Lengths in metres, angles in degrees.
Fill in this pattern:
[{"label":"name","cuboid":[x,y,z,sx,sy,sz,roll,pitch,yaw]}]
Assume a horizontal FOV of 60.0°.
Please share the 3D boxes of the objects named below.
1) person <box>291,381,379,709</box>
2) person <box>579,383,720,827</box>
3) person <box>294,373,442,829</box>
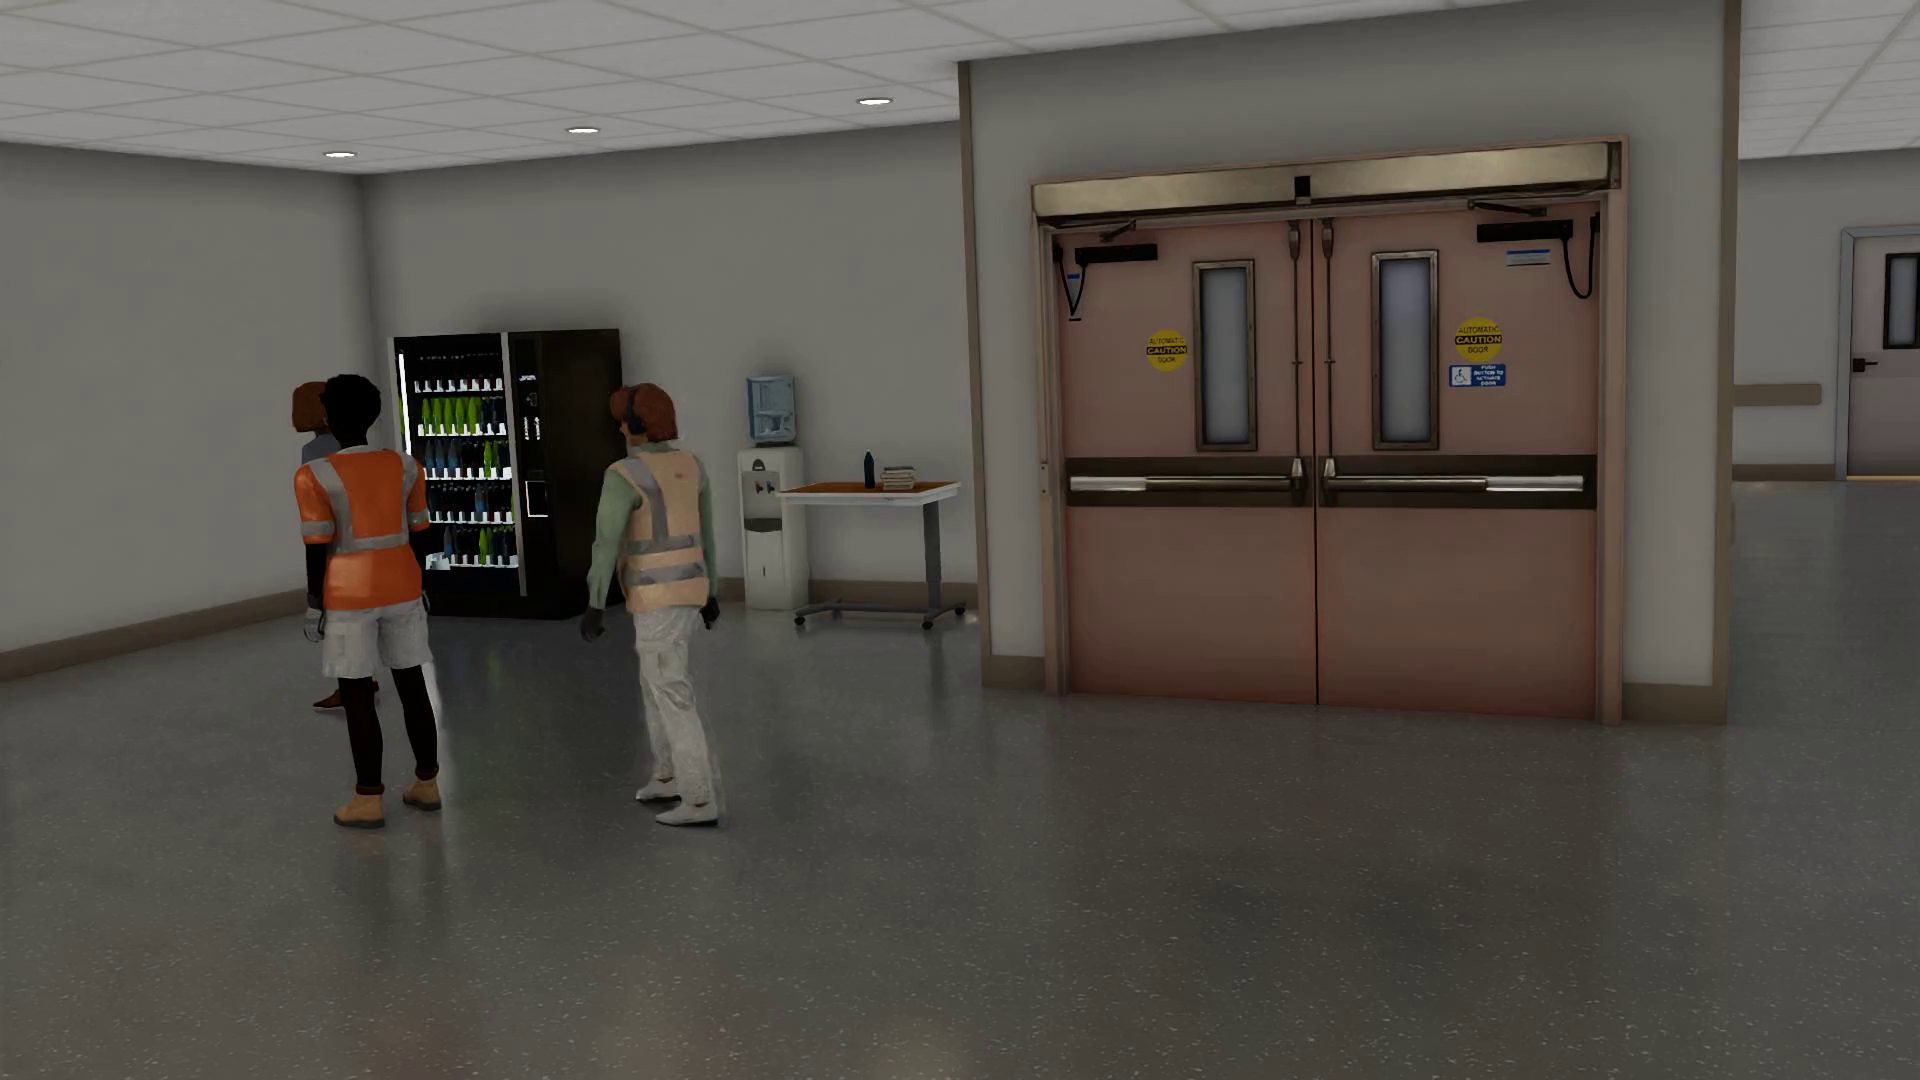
[{"label":"person","cuboid":[-3.134,0.024,8.324,0.264,1.631,0.508,-2,7,1]},{"label":"person","cuboid":[-1.137,0.238,6.099,0.609,1.615,0.531,1,8,25]},{"label":"person","cuboid":[-2.219,0.226,6.244,0.317,1.695,0.540,4,9,38]}]
